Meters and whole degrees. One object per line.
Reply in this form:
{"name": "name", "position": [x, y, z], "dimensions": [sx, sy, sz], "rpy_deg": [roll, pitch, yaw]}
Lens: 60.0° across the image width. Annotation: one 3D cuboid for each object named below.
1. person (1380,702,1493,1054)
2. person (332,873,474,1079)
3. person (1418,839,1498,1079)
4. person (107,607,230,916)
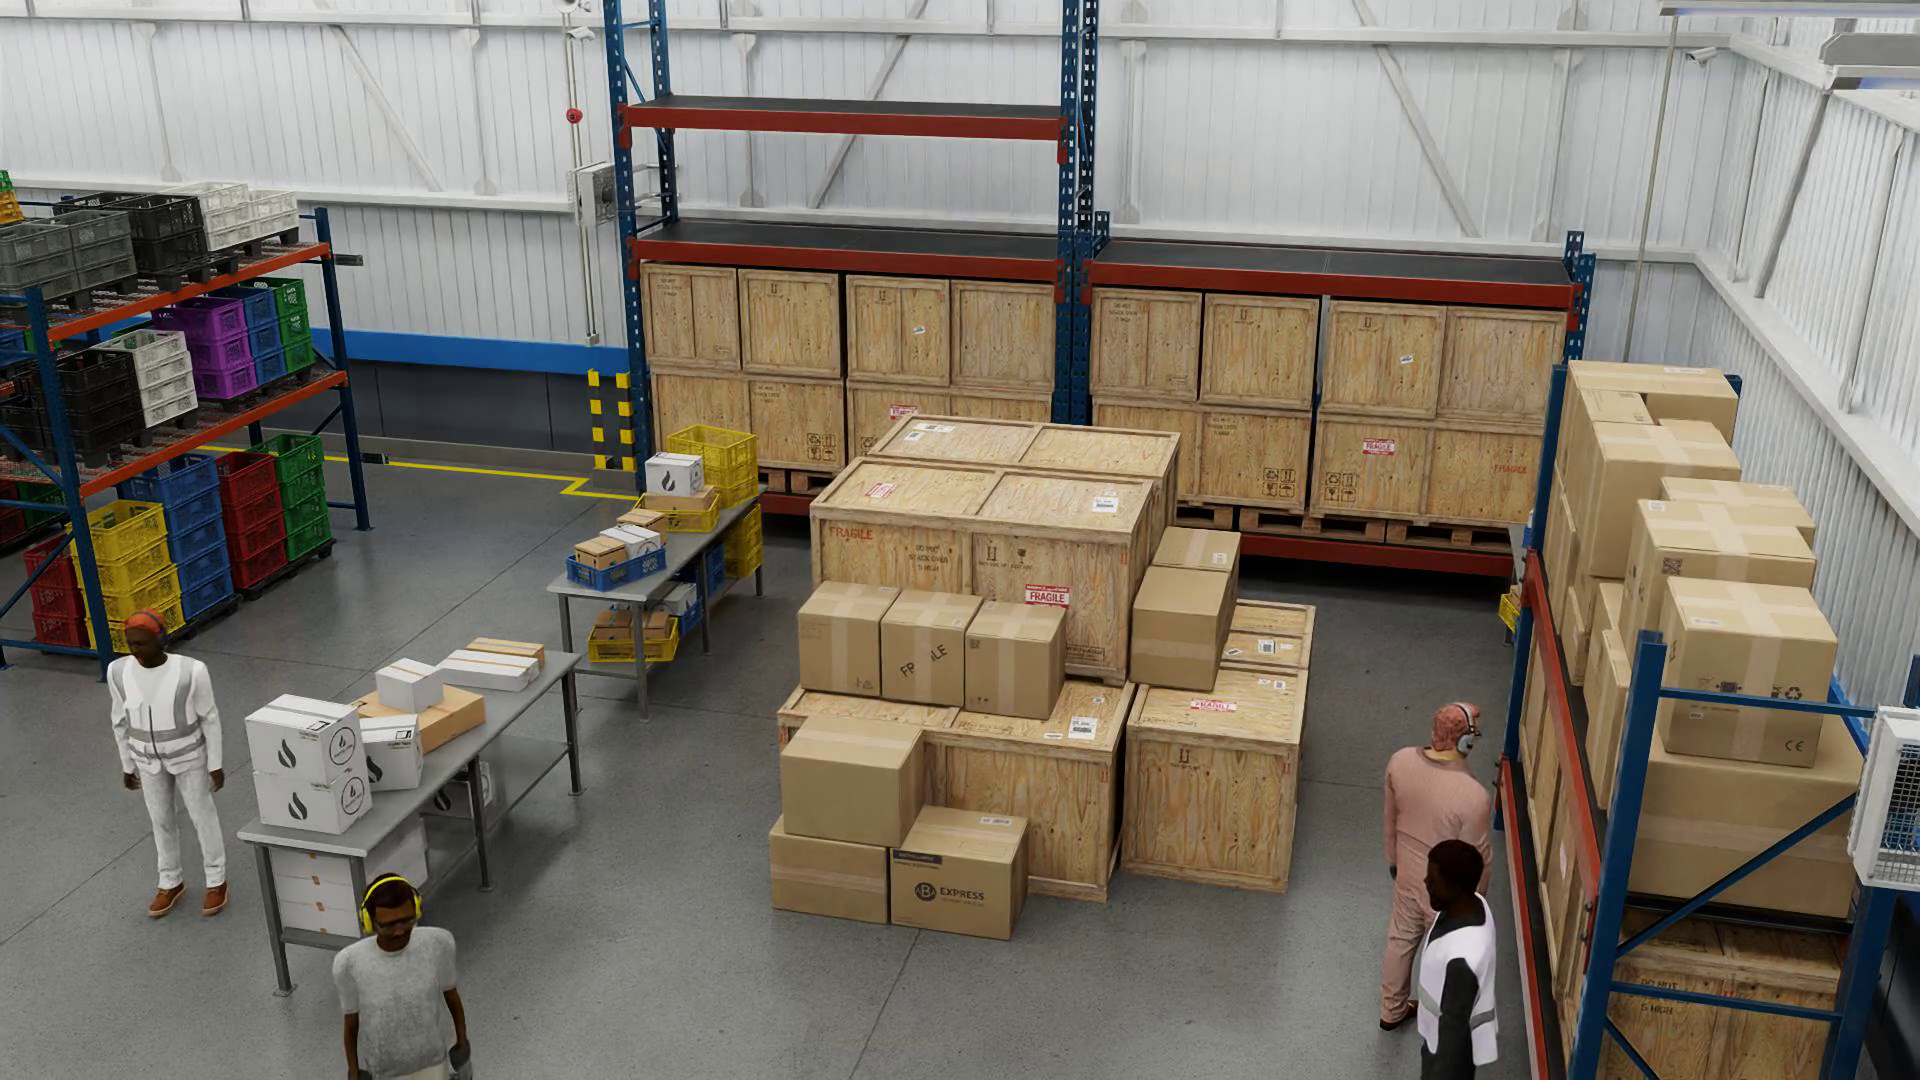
{"name": "person", "position": [2.398, 1.687, 8.327], "dimensions": [0.407, 1.904, 0.639], "rpy_deg": [-12, 24, -28]}
{"name": "person", "position": [-2.315, 2.222, 6.995], "dimensions": [0.514, 1.863, 0.335], "rpy_deg": [-10, 23, -25]}
{"name": "person", "position": [2.098, 2.143, 7.129], "dimensions": [0.397, 1.908, 0.598], "rpy_deg": [6, 22, 15]}
{"name": "person", "position": [-4.486, 1.263, 9.462], "dimensions": [0.575, 1.883, 0.362], "rpy_deg": [0, 21, -1]}
